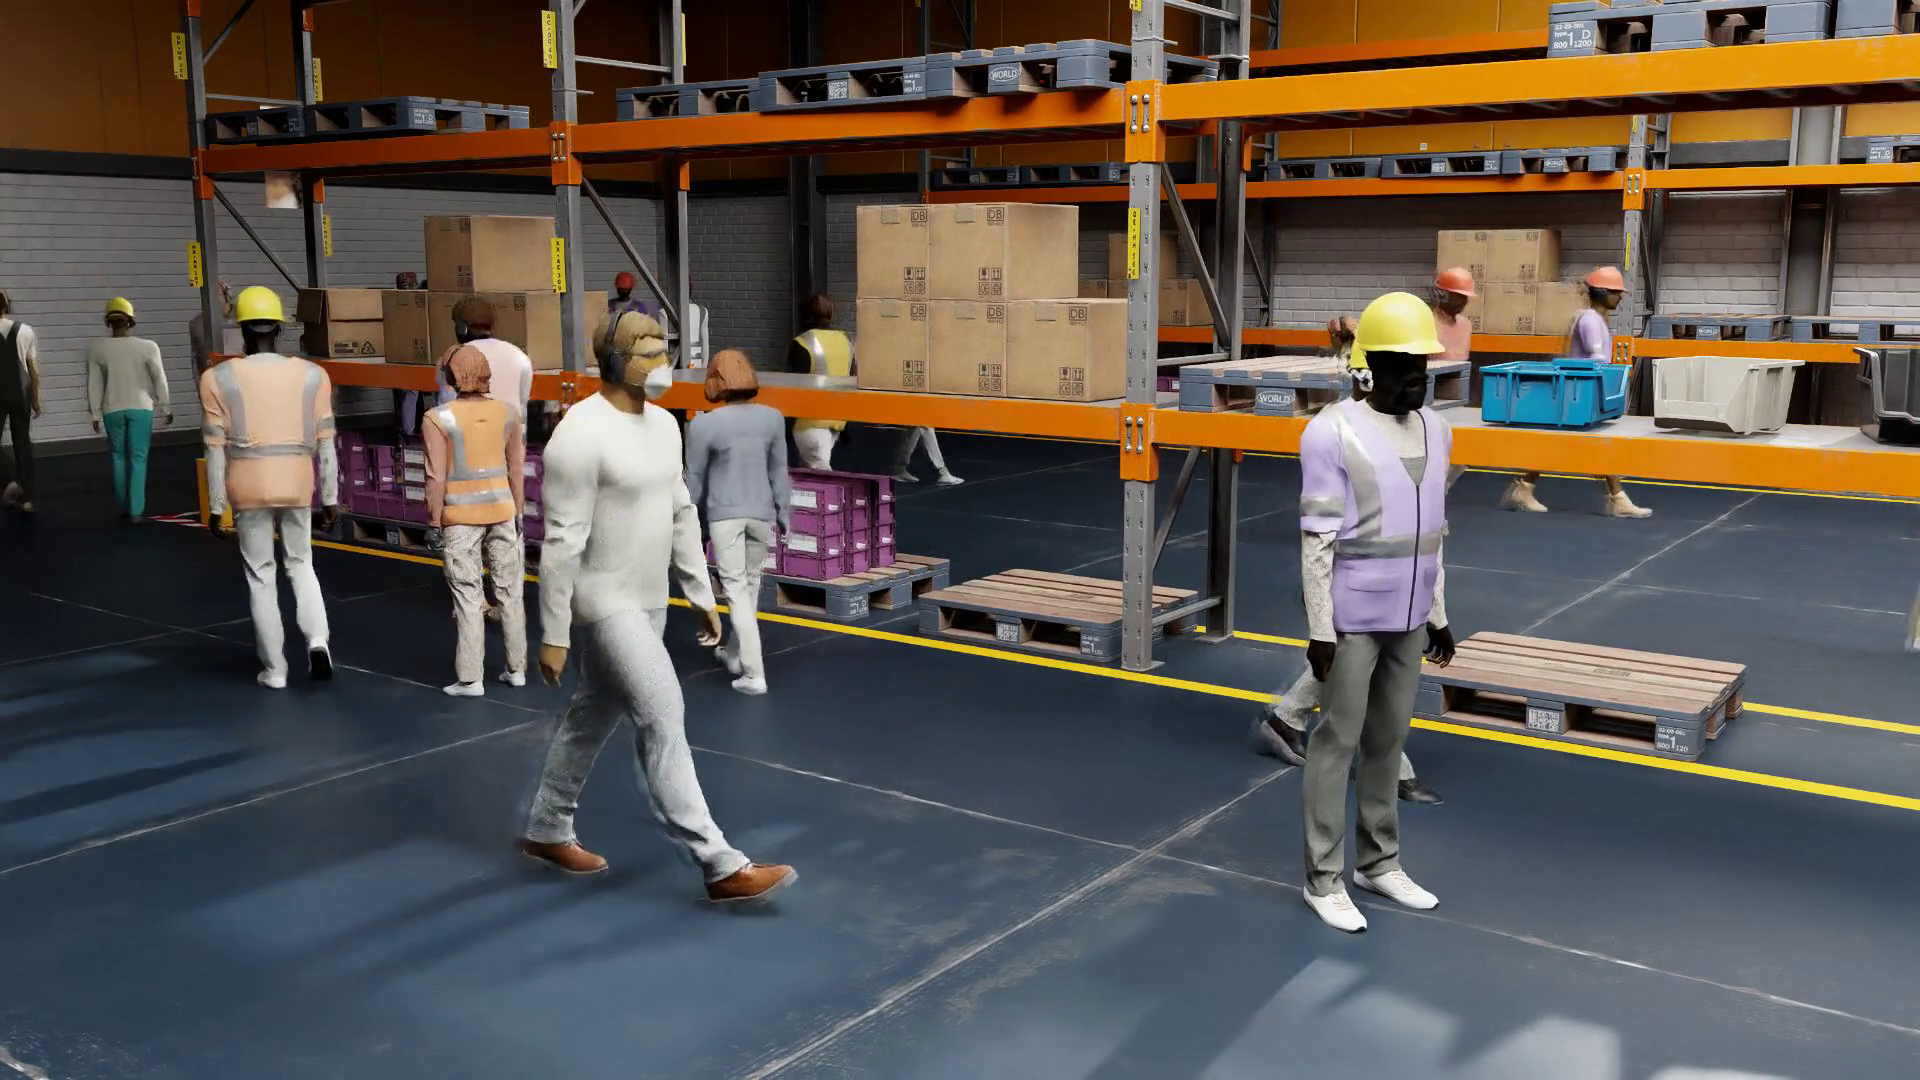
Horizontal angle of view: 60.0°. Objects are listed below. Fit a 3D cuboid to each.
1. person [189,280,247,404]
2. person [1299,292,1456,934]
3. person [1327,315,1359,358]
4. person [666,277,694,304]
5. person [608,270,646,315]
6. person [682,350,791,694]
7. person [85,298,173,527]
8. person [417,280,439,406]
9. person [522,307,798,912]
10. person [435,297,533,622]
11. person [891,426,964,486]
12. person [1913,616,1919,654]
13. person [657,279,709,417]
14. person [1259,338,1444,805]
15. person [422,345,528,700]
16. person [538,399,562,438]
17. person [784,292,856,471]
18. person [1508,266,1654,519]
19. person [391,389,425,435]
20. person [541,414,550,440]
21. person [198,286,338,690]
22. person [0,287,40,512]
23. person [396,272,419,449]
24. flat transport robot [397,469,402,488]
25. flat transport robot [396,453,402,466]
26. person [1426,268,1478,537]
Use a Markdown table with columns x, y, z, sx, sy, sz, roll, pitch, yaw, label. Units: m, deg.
| x | y | z | sx | sy | sz | roll | pitch | yaw | label |
| --- | --- | --- | --- | --- | --- | --- | --- | --- | --- |
| -6.489 | -1.362 | 14.722 | 0.652 | 1.855 | 0.963 | -1 | 10 | -6 | person |
| 1.289 | 0.215 | 5.091 | 0.585 | 1.928 | 0.370 | -6 | 11 | -32 | person |
| 2.726 | -0.770 | 11.819 | 0.309 | 1.640 | 0.513 | 3 | 10 | 19 | person |
| -3.772 | -2.639 | 22.347 | 0.564 | 1.842 | 0.390 | 8 | 13 | 40 | person |
| -3.969 | -2.250 | 19.816 | 0.550 | 1.915 | 0.643 | 2 | 10 | 13 | person |
| -1.095 | -0.098 | 7.892 | 0.524 | 1.597 | 0.700 | -7 | 12 | -36 | person |
| -6.411 | -0.993 | 12.883 | 0.546 | 1.736 | 0.809 | -2 | 10 | -11 | person |
| -4.965 | -1.551 | 15.899 | 0.570 | 1.840 | 0.503 | 6 | 11 | 32 | person |
| -1.016 | 0.217 | 5.241 | 1.062 | 1.879 | 0.649 | 3 | 10 | 17 | person |
| -2.664 | -0.430 | 9.265 | 0.510 | 1.827 | 0.635 | 8 | 12 | 40 | person |
| -0.309 | -1.351 | 15.057 | 0.742 | 1.705 | 0.506 | 3 | 10 | 16 | person |
| 5.176 | -0.154 | 8.222 | 0.530 | 1.598 | 0.784 | -9 | 13 | -43 | person |
| -2.803 | -1.733 | 16.834 | 0.574 | 1.883 | 0.355 | -8 | 12 | -40 | person |
| 1.510 | 0.068 | 6.399 | 0.827 | 1.811 | 0.597 | 7 | 12 | 36 | person |
| -2.244 | -0.082 | 7.717 | 0.312 | 1.639 | 0.520 | 8 | 13 | 41 | person |
| -3.839 | -1.544 | 15.800 | 0.555 | 1.878 | 0.984 | -5 | 11 | -29 | person |
| -0.936 | -0.805 | 11.522 | 0.884 | 1.813 | 0.619 | 5 | 11 | 30 | person |
| 4.919 | -1.161 | 13.150 | 1.080 | 1.993 | 0.615 | 6 | 11 | 31 | person |
| -6.464 | -2.060 | 19.341 | 0.532 | 1.693 | 0.319 | -7 | 12 | -34 | person |
| -4.643 | -2.072 | 18.971 | 0.547 | 1.834 | 0.662 | 2 | 10 | 9 | person |
| -3.212 | -0.223 | 7.772 | 0.584 | 1.912 | 0.470 | -7 | 12 | -38 | person |
| -7.639 | -1.117 | 13.337 | 0.431 | 1.832 | 0.521 | 9 | 13 | 42 | person |
| -5.855 | -1.894 | 17.718 | 0.403 | 1.906 | 0.651 | -4 | 10 | -24 | person |
| -4.572 | -0.491 | 14.221 | 1.431 | 0.197 | 0.652 | -3 | 10 | -18 | flat transport robot |
| -5.151 | -0.639 | 15.106 | 0.652 | 0.197 | 1.431 | -3 | 10 | -18 | flat transport robot |
| 3.514 | -0.987 | 12.119 | 0.663 | 1.963 | 0.467 | -7 | 12 | -34 | person |
